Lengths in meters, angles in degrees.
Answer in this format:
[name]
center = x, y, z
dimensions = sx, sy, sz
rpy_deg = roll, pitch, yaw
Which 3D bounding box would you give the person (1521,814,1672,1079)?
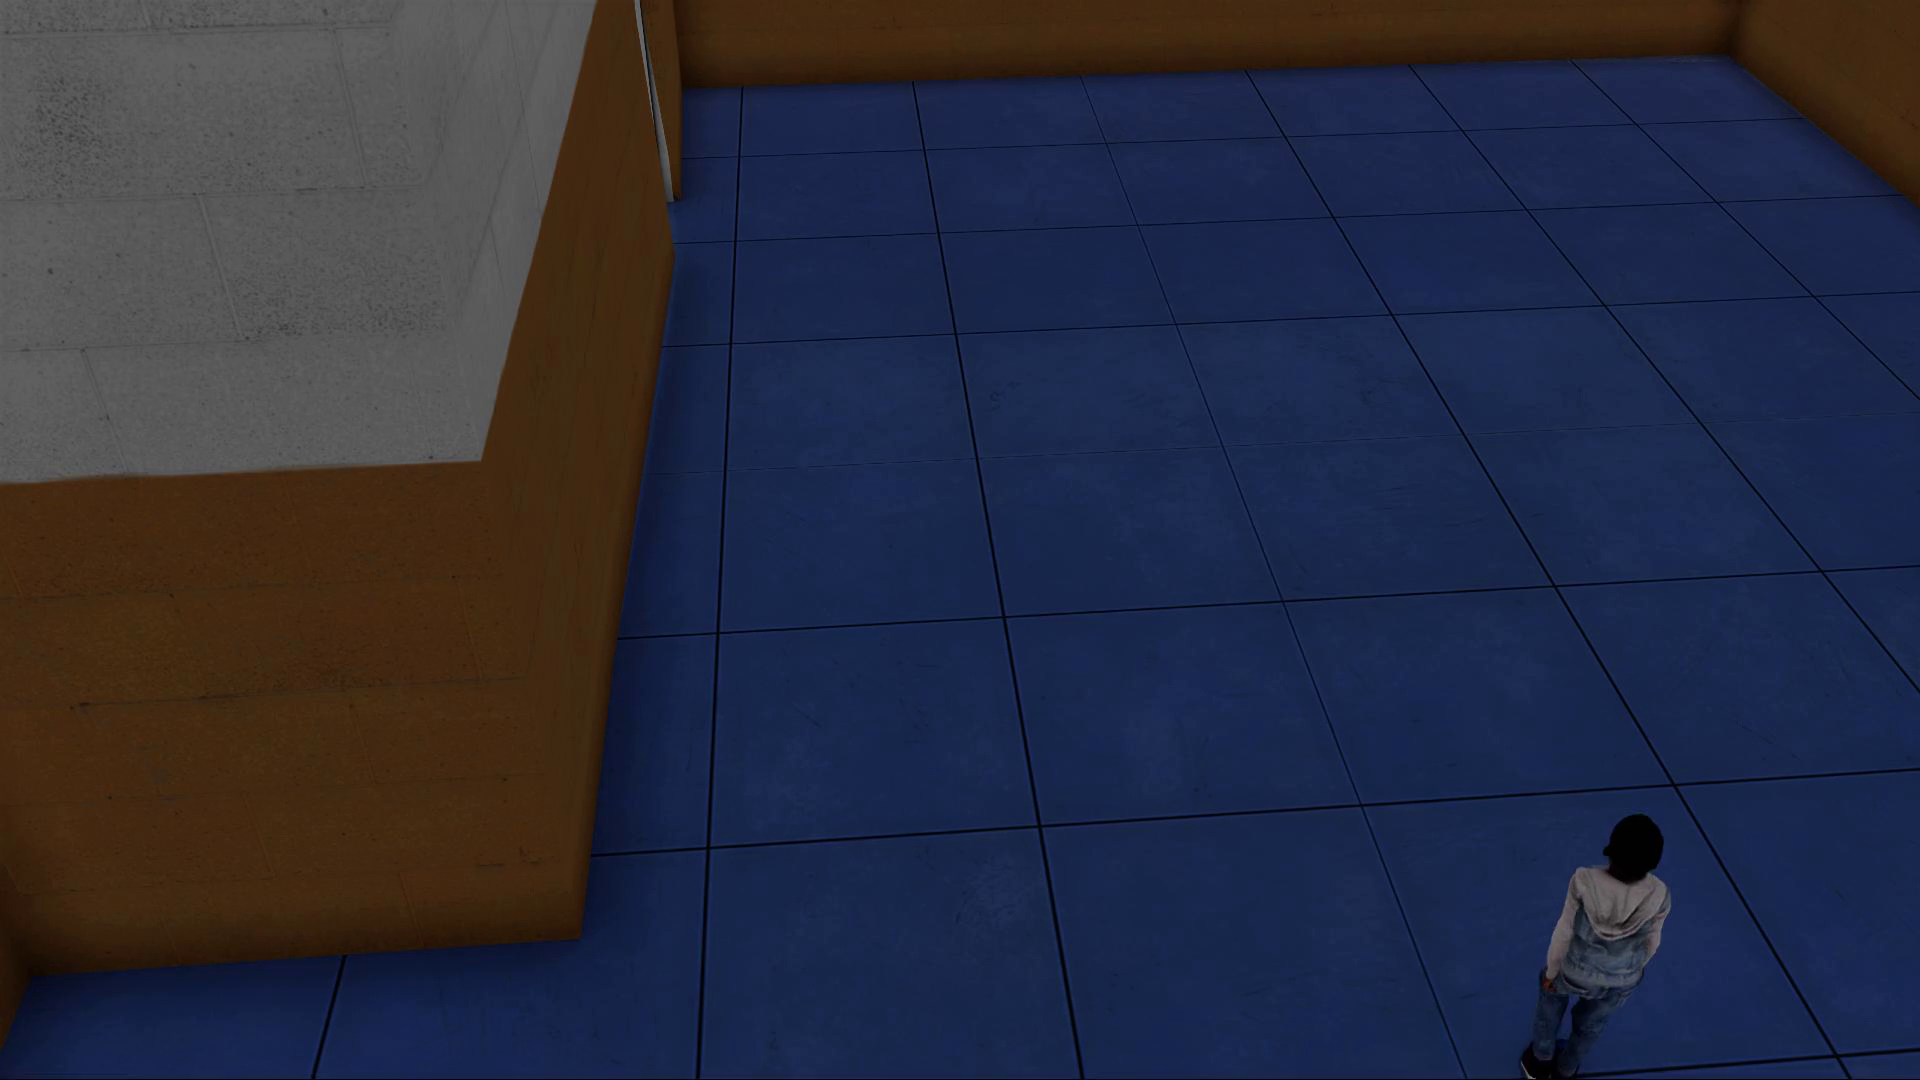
[person]
center = 2.056, 1.393, 5.379
dimensions = 0.559, 1.250, 0.627
rpy_deg = 12, 38, 15
